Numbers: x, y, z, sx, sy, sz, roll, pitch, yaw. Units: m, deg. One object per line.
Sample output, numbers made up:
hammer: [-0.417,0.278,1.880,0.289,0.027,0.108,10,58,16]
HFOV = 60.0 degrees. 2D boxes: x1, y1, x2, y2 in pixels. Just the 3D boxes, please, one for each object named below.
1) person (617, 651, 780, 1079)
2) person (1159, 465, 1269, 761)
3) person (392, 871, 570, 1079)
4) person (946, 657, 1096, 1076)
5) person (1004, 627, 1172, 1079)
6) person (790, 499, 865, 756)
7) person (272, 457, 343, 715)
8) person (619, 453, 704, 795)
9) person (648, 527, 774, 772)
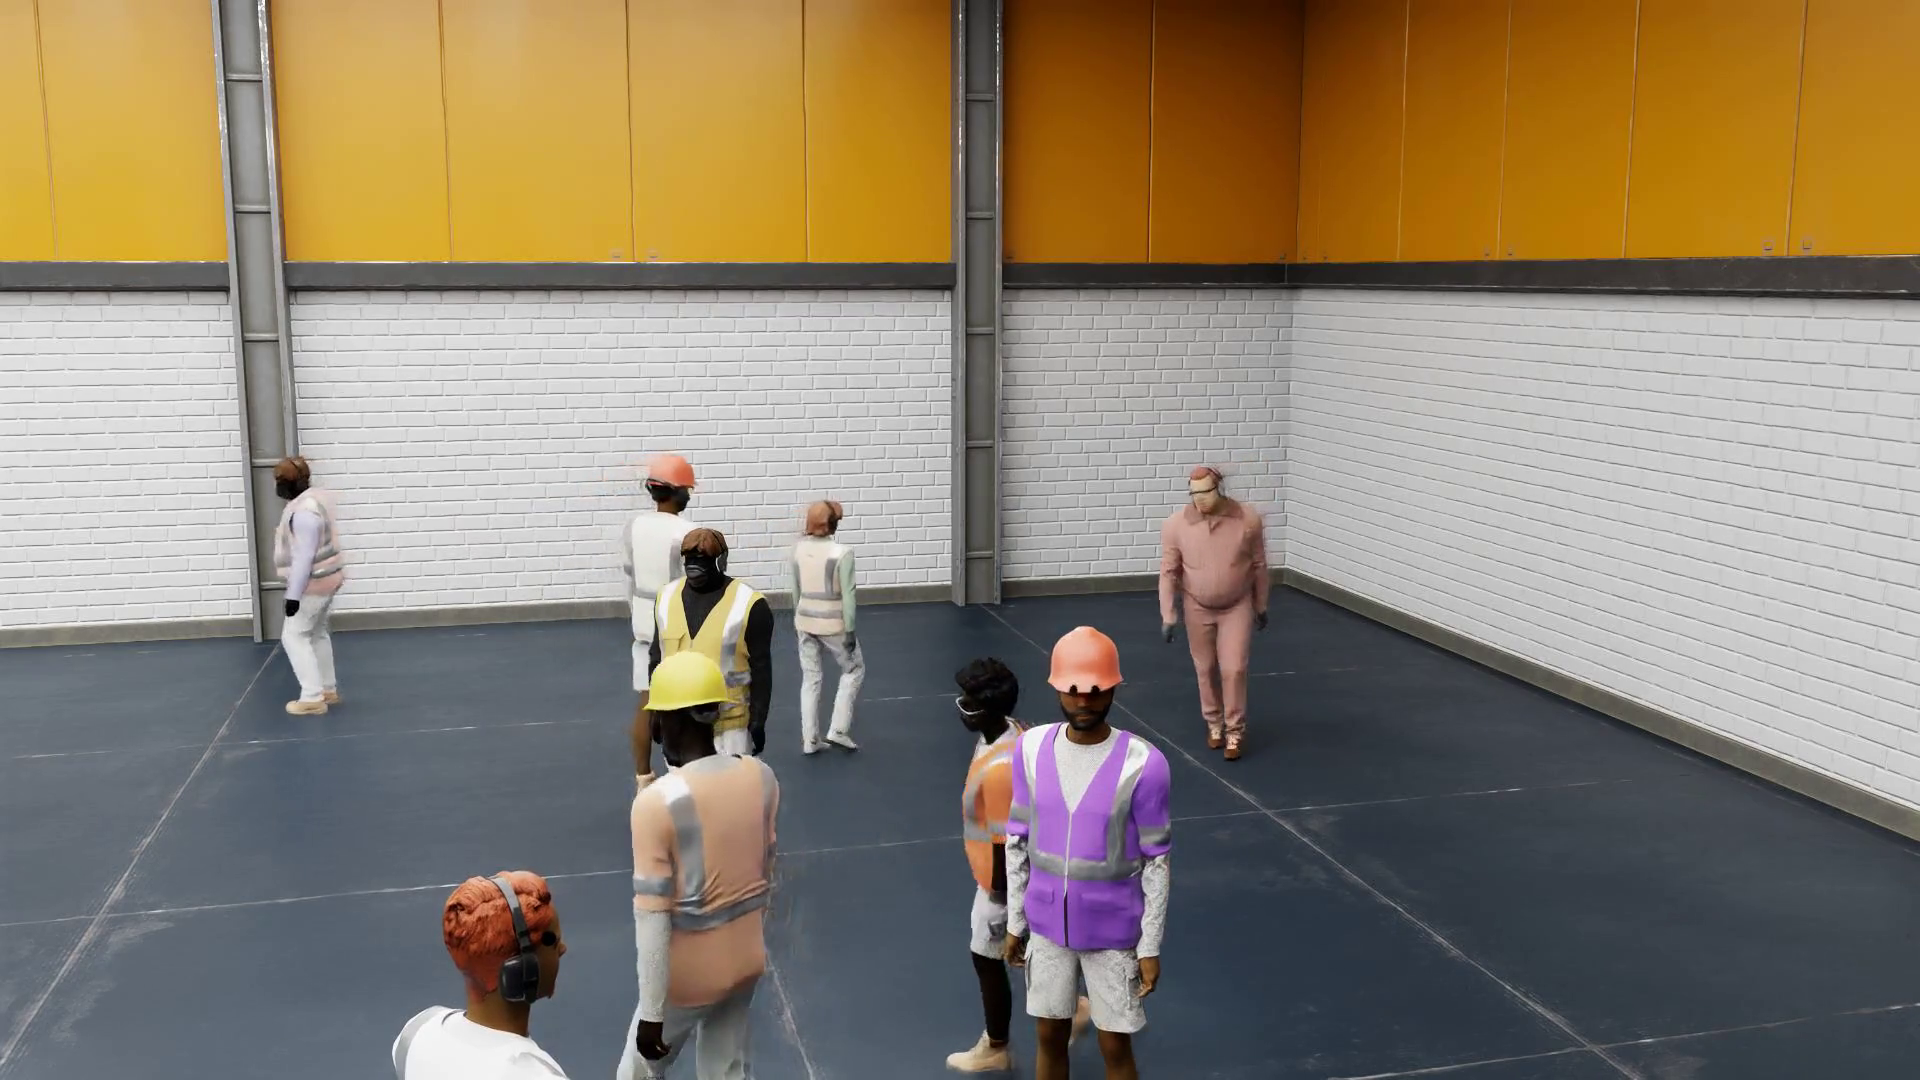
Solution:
person: [-0.797,1.283,5.047,0.427,1.901,0.611,6,11,35]
person: [1.591,0.444,10.457,0.672,1.853,0.702,2,9,12]
person: [-0.878,1.573,3.322,0.576,1.882,0.355,8,12,40]
person: [0.224,1.225,6.136,0.522,1.665,0.599,1,9,9]
person: [0.386,1.225,5.304,0.552,1.939,0.352,5,10,26]
person: [-0.839,0.556,10.481,0.530,1.624,0.428,6,11,33]
person: [-4.467,0.321,11.413,0.437,1.808,0.639,-3,10,-19]
person: [-1.621,0.500,9.607,0.636,2.003,0.931,4,10,26]
person: [-1.207,0.851,7.950,0.622,1.845,0.429,2,9,15]
